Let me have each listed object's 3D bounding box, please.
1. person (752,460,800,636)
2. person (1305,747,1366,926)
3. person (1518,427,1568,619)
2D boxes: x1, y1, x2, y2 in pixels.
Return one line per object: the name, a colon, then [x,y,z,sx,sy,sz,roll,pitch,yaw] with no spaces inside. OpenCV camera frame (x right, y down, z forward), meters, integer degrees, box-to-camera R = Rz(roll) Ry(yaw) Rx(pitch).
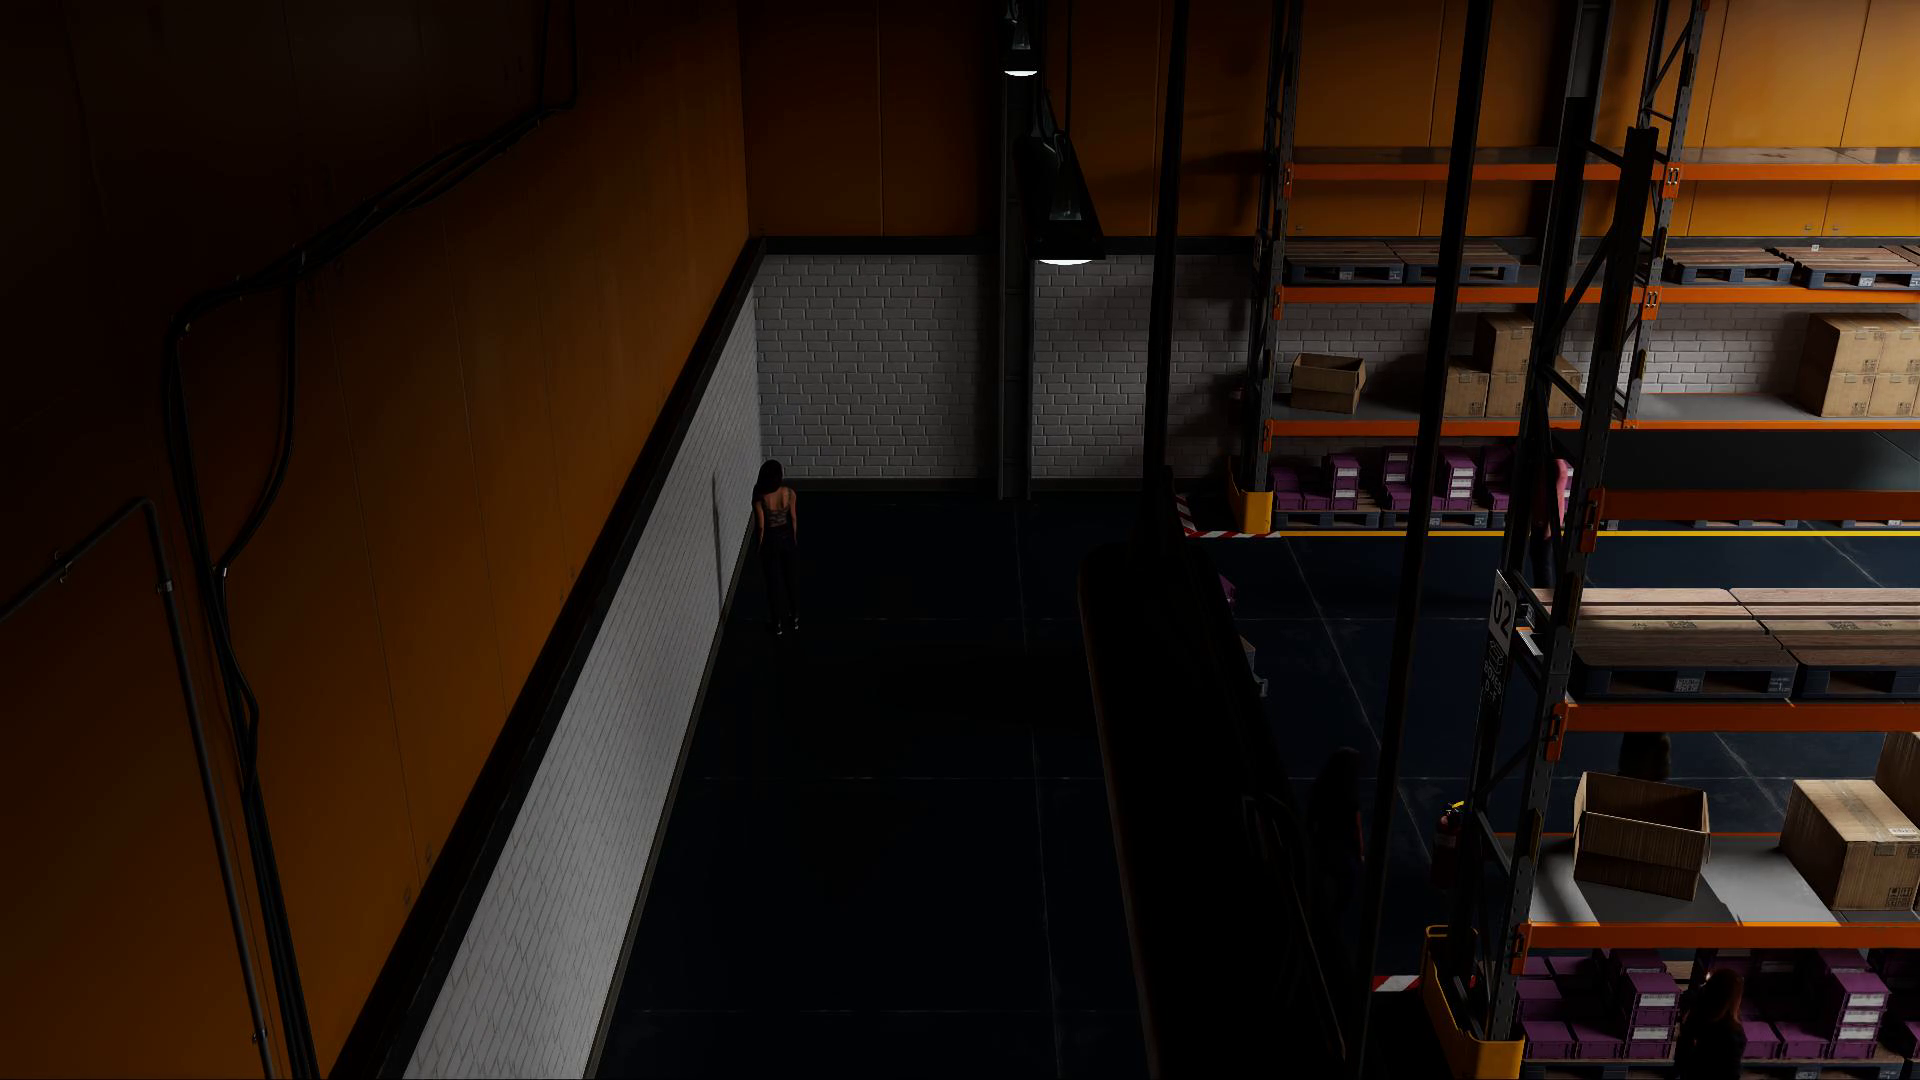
person: [-1.767,0.059,16.131,0.637,1.769,0.752,-12,26,-26]
person: [2.480,2.238,11.239,0.834,1.695,0.880,14,27,29]
person: [5.815,-0.185,16.453,0.547,1.958,0.623,1,24,1]
